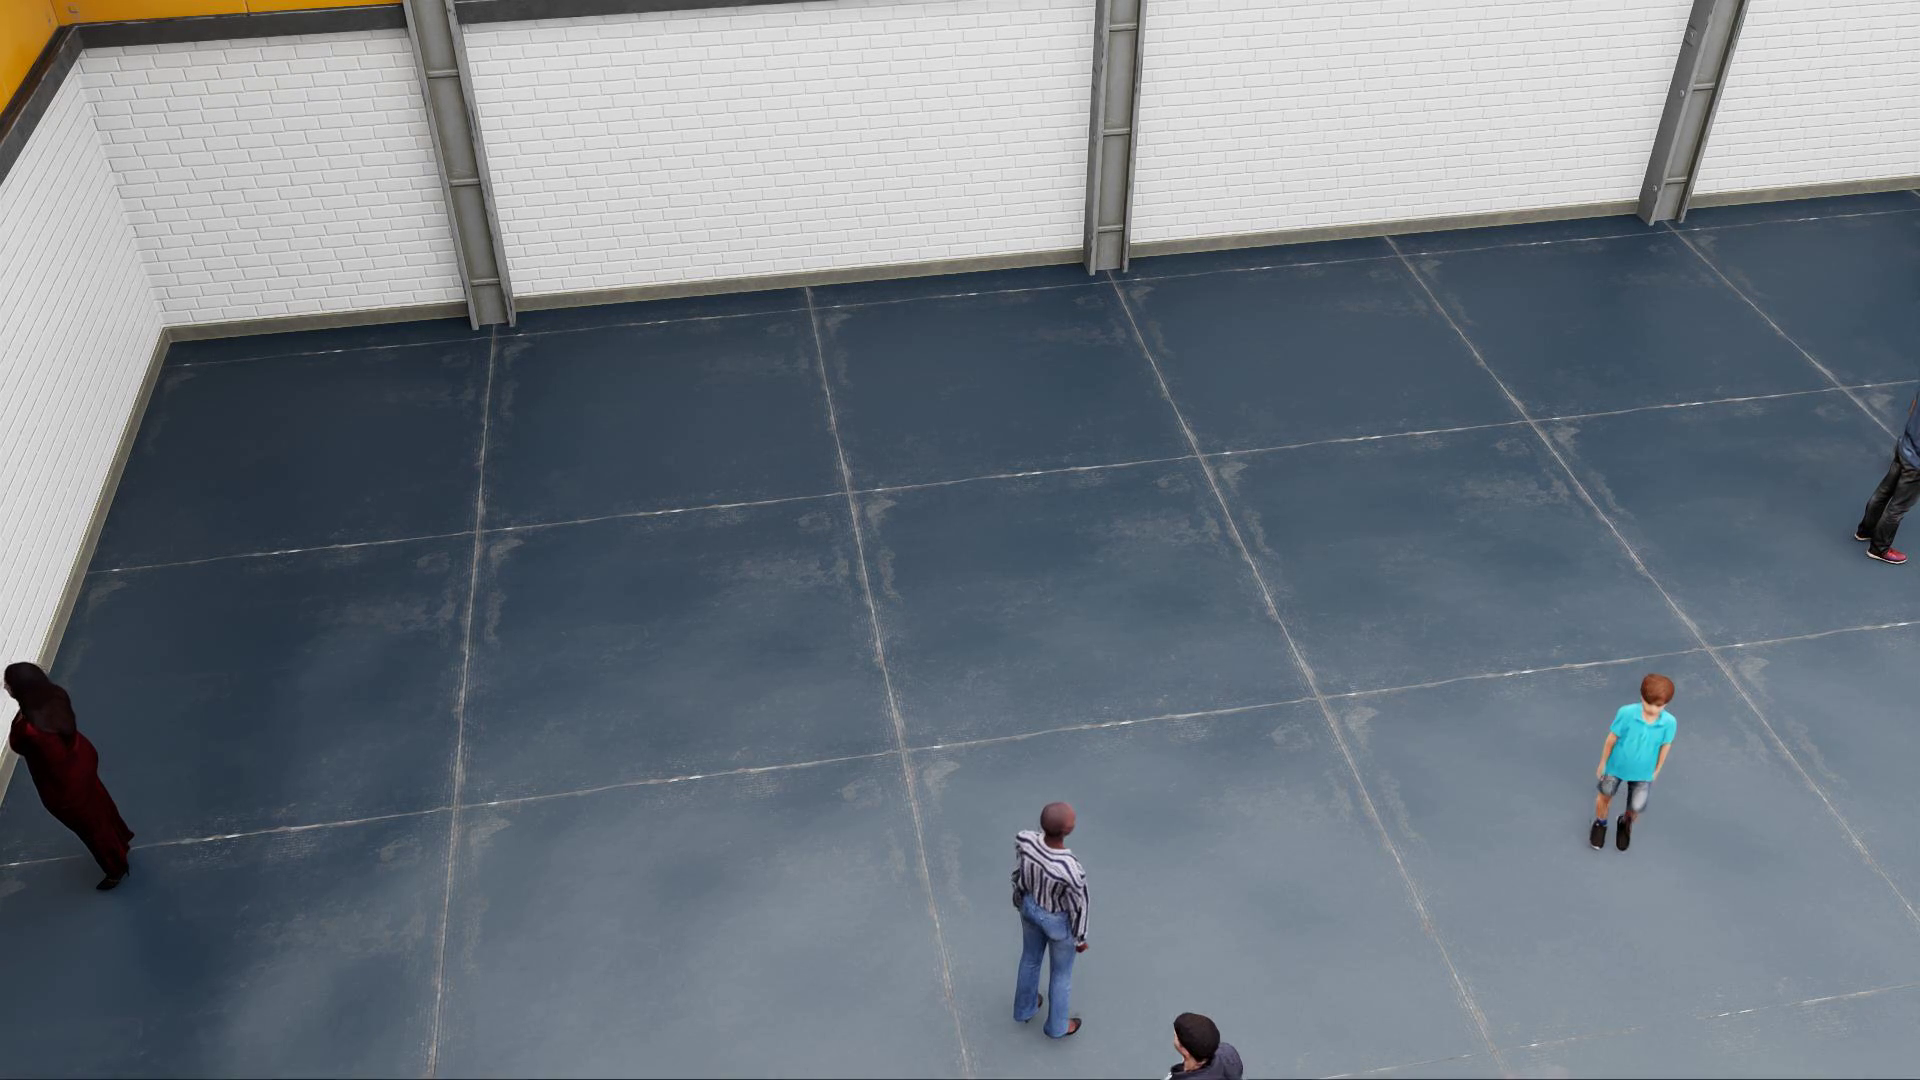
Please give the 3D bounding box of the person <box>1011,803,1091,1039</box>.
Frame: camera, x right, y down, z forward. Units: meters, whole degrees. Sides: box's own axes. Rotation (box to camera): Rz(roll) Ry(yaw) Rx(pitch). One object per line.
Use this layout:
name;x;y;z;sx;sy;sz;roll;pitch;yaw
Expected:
person;0.494;2.103;9.182;0.718;1.794;0.756;28;46;31

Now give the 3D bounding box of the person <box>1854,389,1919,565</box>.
person;7.271;-0.660;12.629;0.629;1.809;0.707;3;39;4

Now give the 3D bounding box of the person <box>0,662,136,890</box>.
person;-5.399;1.403;10.088;0.666;1.758;0.709;-14;41;-17

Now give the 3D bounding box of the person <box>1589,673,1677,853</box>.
person;4.202;1.349;10.409;0.596;1.441;0.673;15;41;18

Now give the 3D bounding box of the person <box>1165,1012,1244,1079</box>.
person;1.181;2.989;8.010;0.965;1.871;0.903;30;48;32
